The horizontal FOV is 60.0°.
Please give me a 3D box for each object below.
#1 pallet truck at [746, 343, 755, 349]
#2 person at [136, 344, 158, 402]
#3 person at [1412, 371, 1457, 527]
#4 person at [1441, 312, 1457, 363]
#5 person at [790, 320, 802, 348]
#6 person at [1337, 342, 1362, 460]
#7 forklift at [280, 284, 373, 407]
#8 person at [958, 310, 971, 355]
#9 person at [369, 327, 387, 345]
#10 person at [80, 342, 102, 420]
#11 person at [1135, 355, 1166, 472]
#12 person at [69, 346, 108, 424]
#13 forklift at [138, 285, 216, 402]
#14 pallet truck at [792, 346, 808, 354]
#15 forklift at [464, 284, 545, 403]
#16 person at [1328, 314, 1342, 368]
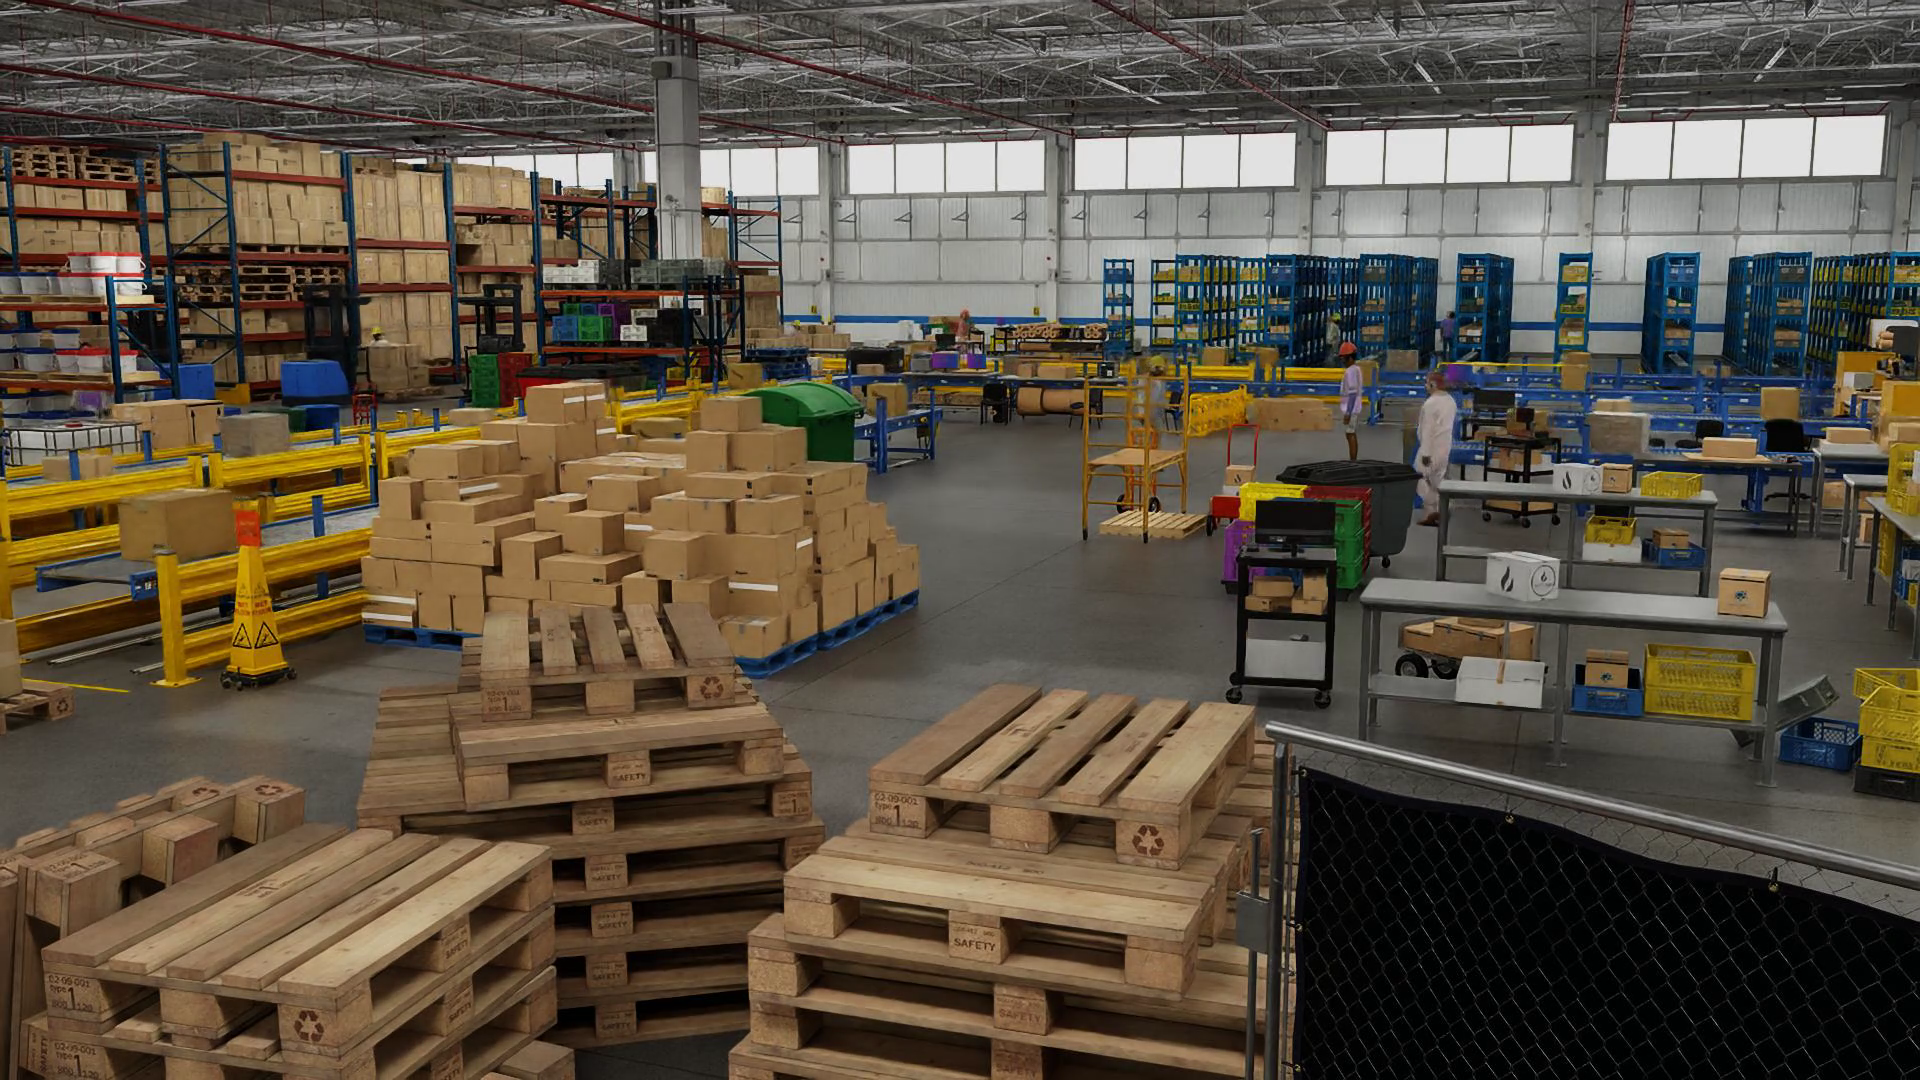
[{"bbox_3d":[-6.183,-4.618,44.264,1.601,1.201,0.680,-9,12,-43],"label":"pallet truck"},{"bbox_3d":[-16.665,-3.194,34.051,0.278,1.632,0.507,4,10,24],"label":"person"},{"bbox_3d":[5.681,-1.087,20.003,0.658,1.890,0.433,-9,13,-44],"label":"person"},{"bbox_3d":[16.516,-6.801,56.142,0.442,1.818,0.641,-8,12,-42],"label":"person"},{"bbox_3d":[-4.619,-5.456,47.891,0.800,1.733,0.555,6,11,33],"label":"person"},{"bbox_3d":[5.833,-1.951,24.985,0.404,2.035,0.609,3,9,17],"label":"person"},{"bbox_3d":[-14.533,-4.443,37.987,1.129,2.768,1.873,3,10,20],"label":"forklift"},{"bbox_3d":[0.025,-6.379,53.094,0.992,1.949,0.626,2,9,10],"label":"person"},{"bbox_3d":[-14.445,-4.408,41.326,0.541,1.749,0.566,2,9,12],"label":"person"},{"bbox_3d":[-17.465,-3.111,33.329,0.315,1.696,0.541,4,10,21],"label":"person"},{"bbox_3d":[2.950,-1.956,25.710,0.608,1.810,0.514,-8,12,-41],"label":"person"},{"bbox_3d":[-14.309,-2.257,27.396,0.548,1.893,1.005,4,10,24],"label":"person"},{"bbox_3d":[-17.480,-4.200,36.461,1.873,2.768,1.129,3,10,19],"label":"forklift"},{"bbox_3d":[-3.705,-4.298,42.022,0.653,1.274,1.630,3,10,20],"label":"pallet truck"},{"bbox_3d":[-10.832,-4.702,39.610,1.129,2.768,1.873,3,10,20],"label":"forklift"},{"bbox_3d":[11.973,-6.282,52.891,0.586,1.811,0.614,3,10,19],"label":"person"}]
